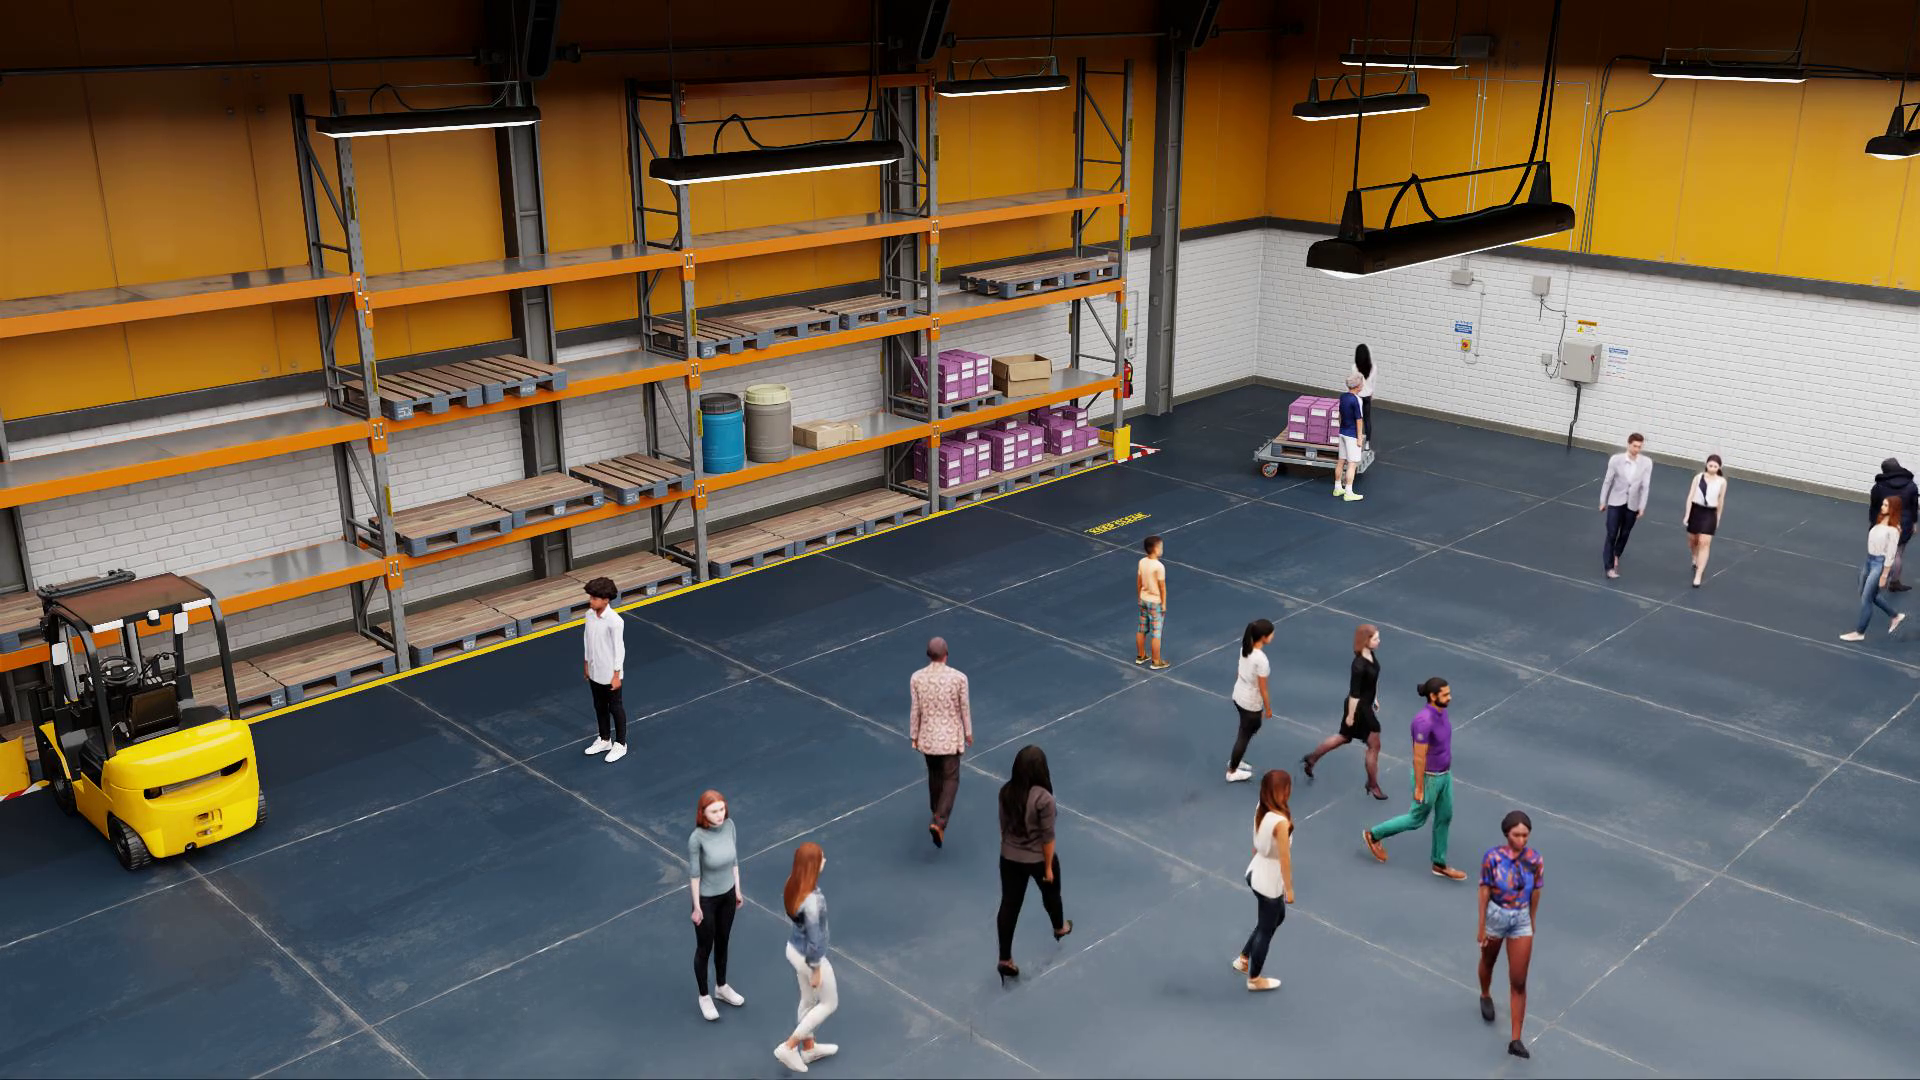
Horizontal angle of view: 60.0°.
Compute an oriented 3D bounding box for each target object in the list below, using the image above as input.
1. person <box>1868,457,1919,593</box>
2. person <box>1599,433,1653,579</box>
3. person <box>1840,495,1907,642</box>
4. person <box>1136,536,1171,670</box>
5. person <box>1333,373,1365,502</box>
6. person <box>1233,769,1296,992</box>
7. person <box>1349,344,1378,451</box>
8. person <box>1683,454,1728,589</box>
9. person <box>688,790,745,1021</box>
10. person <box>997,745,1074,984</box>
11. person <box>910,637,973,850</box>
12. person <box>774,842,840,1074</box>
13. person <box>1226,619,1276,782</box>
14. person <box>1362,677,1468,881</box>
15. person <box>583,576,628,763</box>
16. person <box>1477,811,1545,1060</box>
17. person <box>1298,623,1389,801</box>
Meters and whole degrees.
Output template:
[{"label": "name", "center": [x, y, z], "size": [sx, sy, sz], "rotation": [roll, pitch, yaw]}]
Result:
[{"label": "person", "center": [11.337, -0.178, 20.141], "size": [0.875, 1.647, 0.802], "rotation": [13, 23, 34]}, {"label": "person", "center": [8.275, -0.456, 20.723], "size": [1.077, 1.803, 1.267], "rotation": [5, 19, 13]}, {"label": "person", "center": [10.305, 0.323, 18.545], "size": [0.974, 1.715, 0.951], "rotation": [2, 19, 5]}, {"label": "person", "center": [2.062, 0.664, 17.933], "size": [0.493, 1.461, 0.536], "rotation": [-16, 24, -40]}, {"label": "person", "center": [5.572, -1.493, 23.746], "size": [0.685, 1.837, 0.713], "rotation": [-7, 20, -21]}, {"label": "person", "center": [2.137, 2.483, 12.038], "size": [0.793, 1.776, 0.746], "rotation": [-3, 19, -9]}, {"label": "person", "center": [6.337, -2.261, 26.243], "size": [0.635, 1.700, 0.753], "rotation": [-5, 19, -16]}, {"label": "person", "center": [9.131, -0.268, 20.456], "size": [0.761, 1.616, 1.093], "rotation": [10, 21, 27]}, {"label": "person", "center": [-1.743, 2.565, 11.845], "size": [0.640, 1.742, 0.446], "rotation": [17, 25, 41]}, {"label": "person", "center": [0.440, 2.419, 12.188], "size": [0.849, 1.801, 1.170], "rotation": [11, 22, 29]}, {"label": "person", "center": [-0.178, 1.737, 14.236], "size": [1.000, 1.786, 1.202], "rotation": [5, 19, 16]}, {"label": "person", "center": [-1.095, 2.821, 11.167], "size": [0.825, 1.690, 0.739], "rotation": [-9, 21, -25]}, {"label": "person", "center": [2.576, 1.500, 15.198], "size": [0.731, 1.621, 0.702], "rotation": [-6, 19, -16]}, {"label": "person", "center": [3.776, 1.941, 13.697], "size": [0.786, 1.743, 1.080], "rotation": [14, 23, 35]}, {"label": "person", "center": [-3.368, 1.203, 15.784], "size": [0.666, 1.810, 0.631], "rotation": [13, 22, 33]}, {"label": "person", "center": [3.787, 2.658, 11.636], "size": [1.055, 1.700, 1.170], "rotation": [1, 19, 4]}, {"label": "person", "center": [3.514, 1.532, 15.024], "size": [0.949, 1.672, 1.078], "rotation": [6, 20, 18]}]
